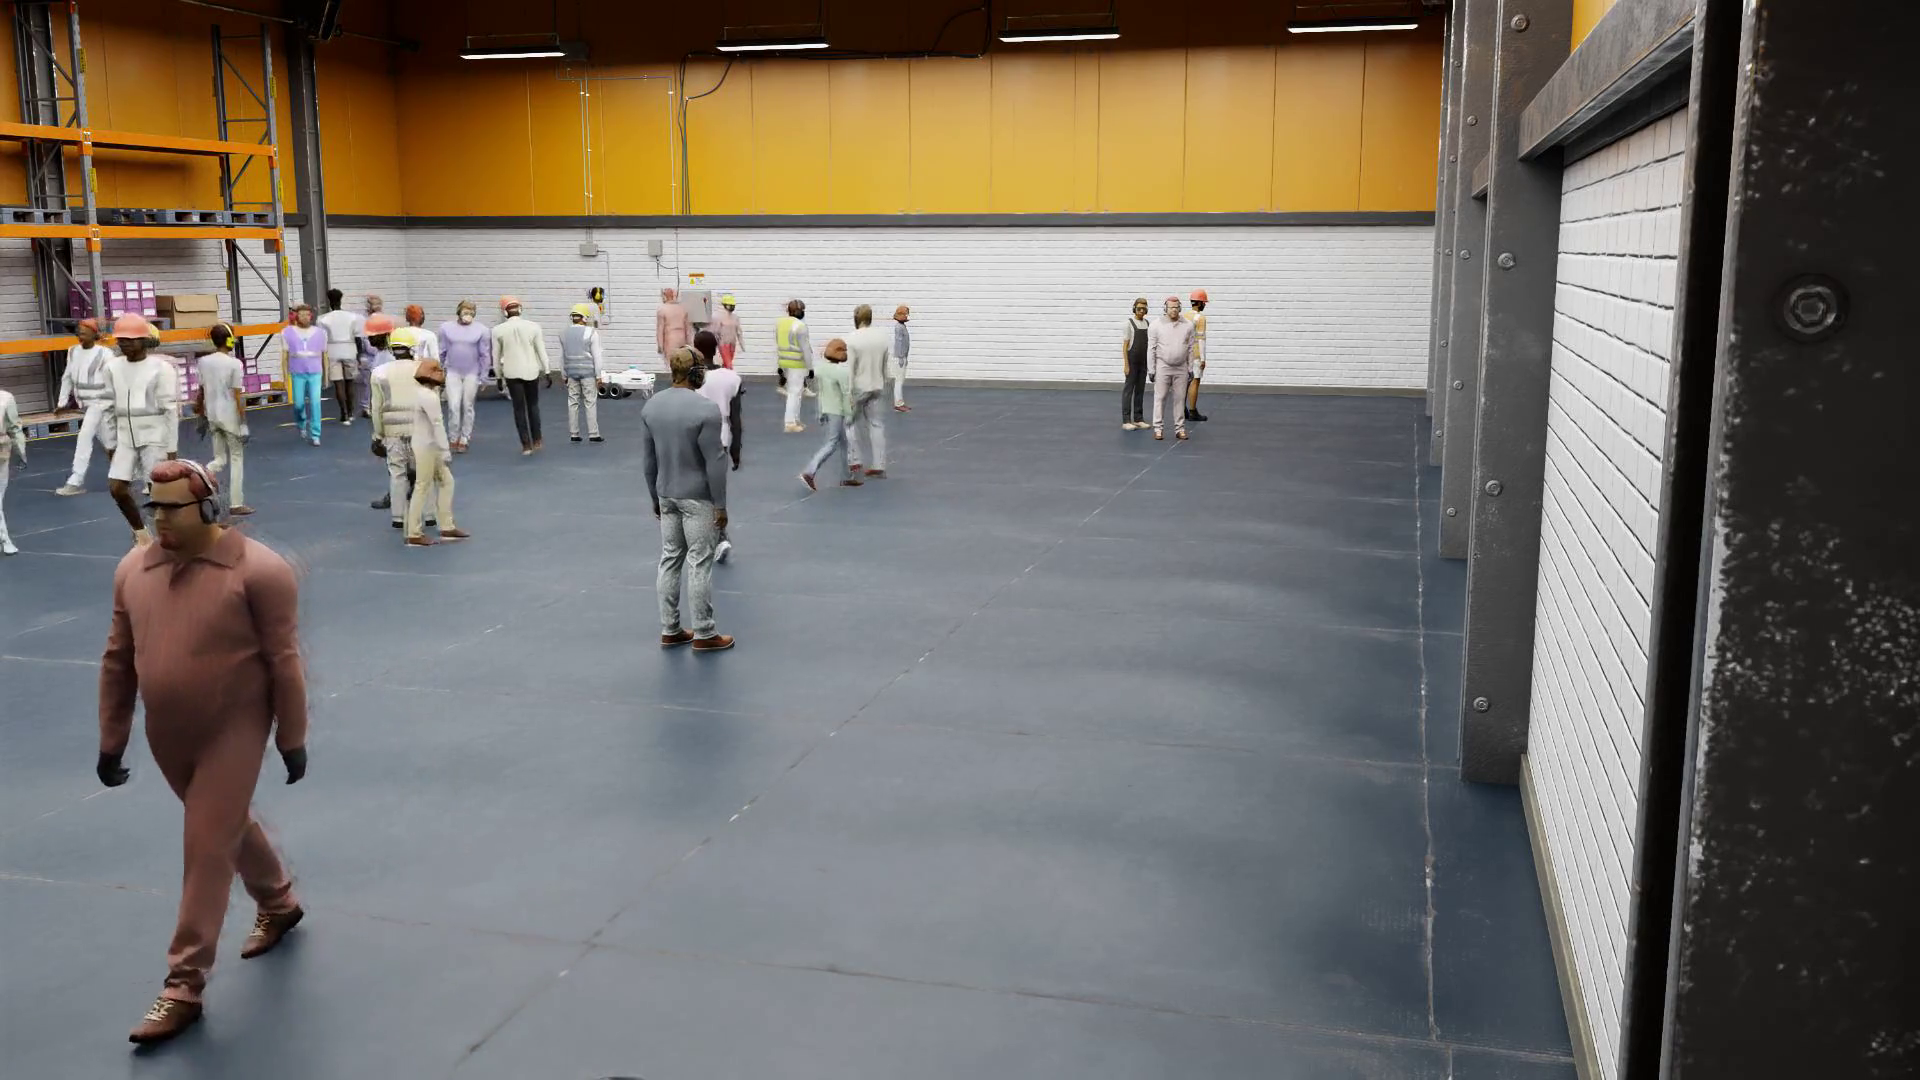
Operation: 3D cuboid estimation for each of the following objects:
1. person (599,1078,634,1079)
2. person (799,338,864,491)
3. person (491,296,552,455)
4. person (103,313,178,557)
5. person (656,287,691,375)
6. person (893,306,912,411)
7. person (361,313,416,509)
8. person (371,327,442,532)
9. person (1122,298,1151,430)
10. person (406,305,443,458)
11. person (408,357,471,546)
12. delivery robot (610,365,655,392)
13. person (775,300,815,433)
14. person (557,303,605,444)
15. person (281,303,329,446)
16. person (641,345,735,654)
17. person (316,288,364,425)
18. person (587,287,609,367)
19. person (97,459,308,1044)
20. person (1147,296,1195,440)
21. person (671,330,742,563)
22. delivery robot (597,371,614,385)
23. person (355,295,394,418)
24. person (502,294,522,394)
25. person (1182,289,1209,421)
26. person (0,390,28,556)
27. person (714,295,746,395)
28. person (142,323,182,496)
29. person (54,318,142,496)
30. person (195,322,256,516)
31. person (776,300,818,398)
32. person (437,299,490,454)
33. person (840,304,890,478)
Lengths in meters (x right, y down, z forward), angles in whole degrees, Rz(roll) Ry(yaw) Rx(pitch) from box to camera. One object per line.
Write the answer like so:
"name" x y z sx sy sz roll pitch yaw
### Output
"person" -0.300 1.373 1.535 0.627 1.847 0.429 -4 11 -22
"person" -1.359 -1.317 17.450 0.792 1.605 0.511 -7 12 -33
"person" -5.431 -2.042 20.594 0.692 1.938 0.815 -4 11 -19
"person" -6.516 -0.786 13.233 0.631 2.025 0.497 1 10 6
"person" -4.818 -3.343 28.210 0.809 1.877 0.673 9 13 41
"person" -0.893 -2.816 25.855 0.279 1.632 0.501 1 10 5
"person" -5.524 -1.247 16.164 0.530 1.918 0.589 -5 11 -27
"person" -4.958 -0.988 14.938 0.602 1.828 0.403 -3 11 -18
"person" 2.481 -2.454 23.211 0.507 1.842 0.351 -7 12 -36
"person" -6.610 -1.951 20.365 0.595 1.834 0.984 1 10 7
"person" -4.470 -0.756 14.245 0.654 1.603 0.560 -4 11 -23
"delivery robot" -5.487 -2.685 27.895 0.707 0.478 0.477 2 10 9
"person" -2.227 -2.395 22.934 0.627 1.819 0.654 -8 13 -39
"person" -4.885 -2.147 21.522 0.586 1.823 0.403 3 10 14
"person" -8.433 -2.138 21.454 0.579 1.830 0.693 -4 11 -24
"person" -1.711 -0.254 10.476 0.638 1.938 0.357 7 12 33
"person" -8.975 -2.650 24.009 0.619 1.938 0.849 -6 12 -31
"person" -6.371 -3.498 29.109 0.434 1.844 0.562 -4 11 -23
"person" -2.577 0.643 5.658 0.665 1.858 1.011 2 10 14
"person" 2.795 -2.263 21.974 0.644 1.902 0.403 -2 10 -11
"person" -2.060 -0.771 13.587 0.605 1.885 0.940 -6 11 -29
"delivery robot" -6.182 -2.724 28.113 0.707 0.478 0.477 2 10 10
"person" -8.616 -2.686 24.523 0.626 1.848 1.027 -8 13 -39
"person" -7.728 -3.406 28.925 0.600 1.718 0.518 -4 11 -21
"person" 3.456 -2.706 24.397 0.380 1.930 0.542 -5 11 -27
"person" -8.000 -0.665 13.735 0.585 1.612 0.492 6 12 33
"person" -3.893 -3.295 28.307 0.927 1.713 0.541 9 13 40
"person" -8.291 -1.340 17.116 0.534 1.767 0.317 -6 12 -29
"person" -9.012 -1.406 17.348 0.605 1.822 1.010 6 12 30
"person" -6.965 -1.107 15.576 0.523 1.853 0.639 3 11 18
"person" -2.805 -3.241 28.194 0.870 1.652 0.530 4 11 21
"person" -6.127 -2.000 20.473 0.698 1.900 0.575 -2 10 -13
"person" -1.099 -1.647 18.426 0.669 1.913 0.696 -9 13 -40
